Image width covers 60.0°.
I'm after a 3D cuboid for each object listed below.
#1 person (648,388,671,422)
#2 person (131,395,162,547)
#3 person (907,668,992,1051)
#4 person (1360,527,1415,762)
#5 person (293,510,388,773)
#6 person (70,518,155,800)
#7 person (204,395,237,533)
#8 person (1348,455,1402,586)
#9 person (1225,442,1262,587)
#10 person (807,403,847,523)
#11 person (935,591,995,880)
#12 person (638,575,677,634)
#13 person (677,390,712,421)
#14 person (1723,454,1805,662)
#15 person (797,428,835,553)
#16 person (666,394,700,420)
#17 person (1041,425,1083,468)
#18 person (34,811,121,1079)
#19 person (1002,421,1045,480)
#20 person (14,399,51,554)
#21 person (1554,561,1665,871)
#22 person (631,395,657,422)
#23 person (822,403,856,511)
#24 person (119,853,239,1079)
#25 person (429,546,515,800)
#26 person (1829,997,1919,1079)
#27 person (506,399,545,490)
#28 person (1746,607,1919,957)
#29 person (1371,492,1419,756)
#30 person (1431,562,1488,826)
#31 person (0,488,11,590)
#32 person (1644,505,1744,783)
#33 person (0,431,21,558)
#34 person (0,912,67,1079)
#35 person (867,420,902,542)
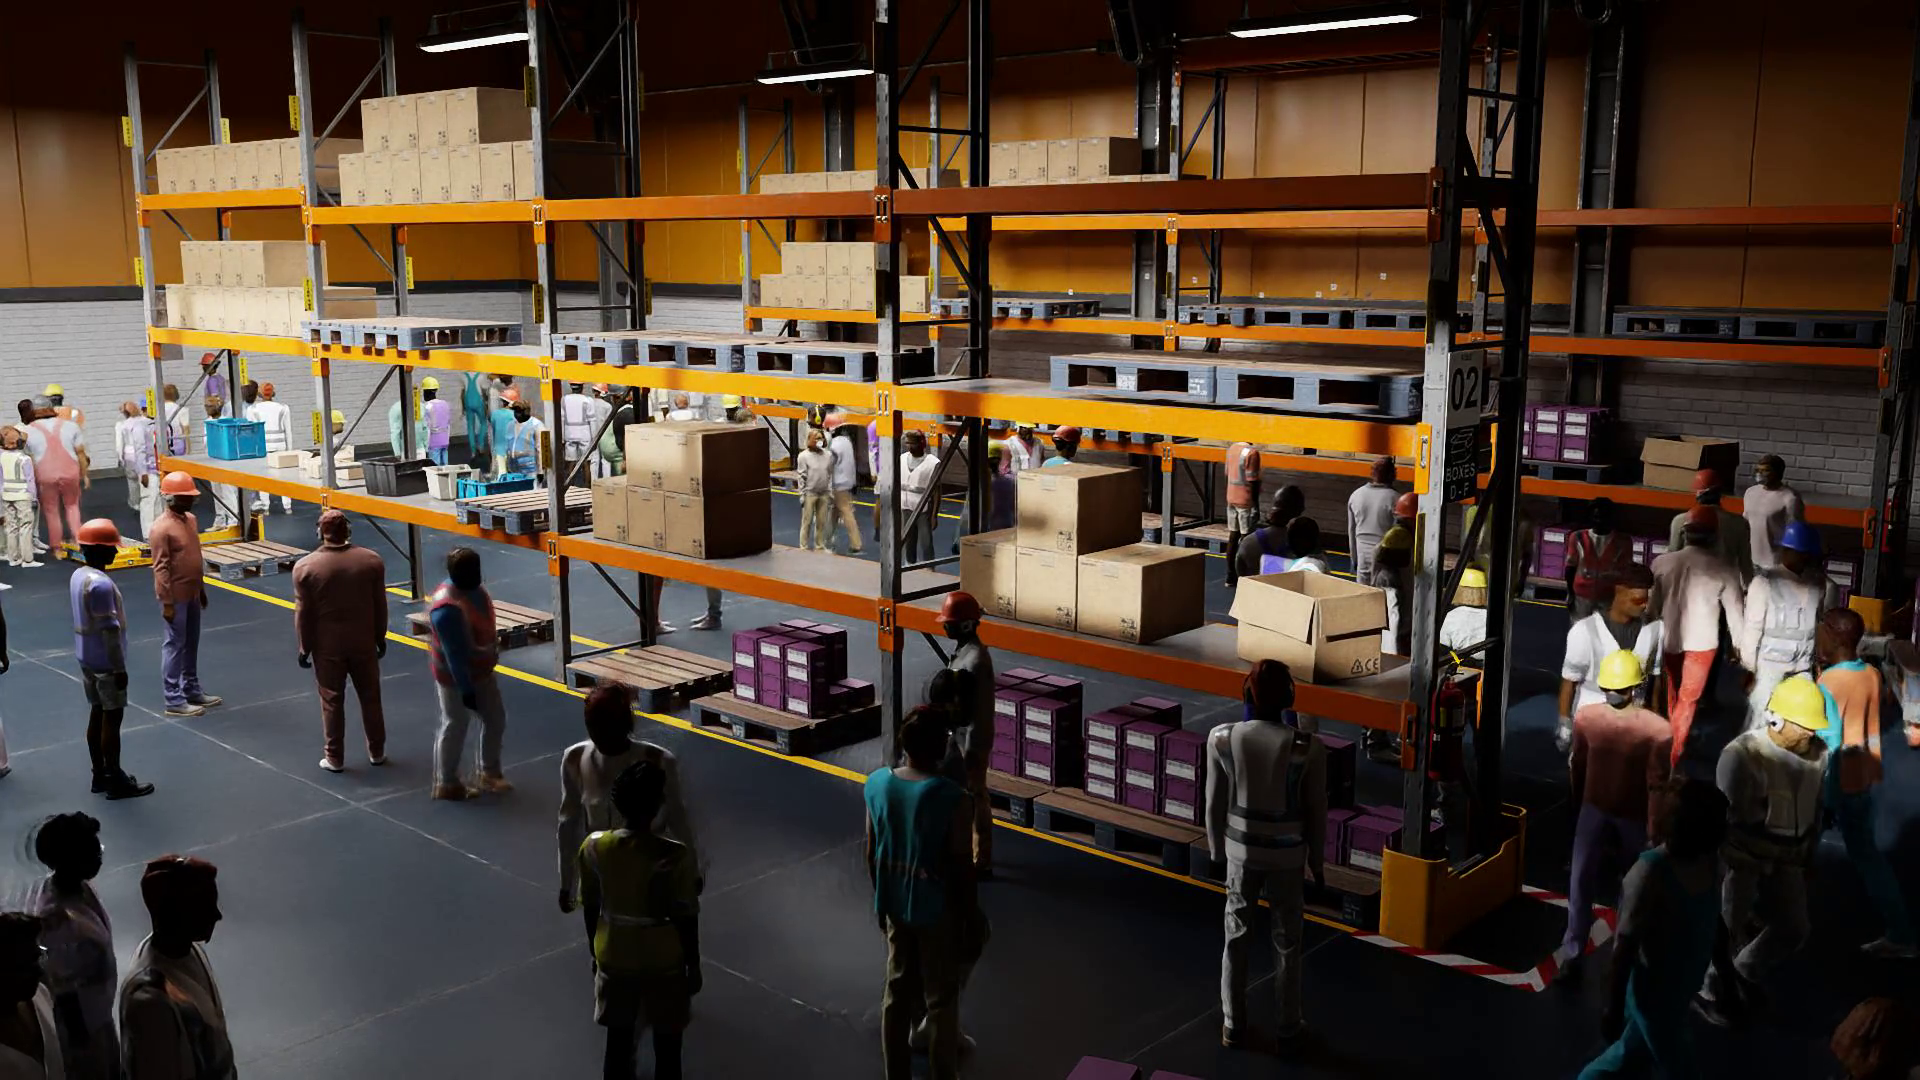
[{"bbox_3d":[-4.767,-1.862,26.428,0.361,1.964,0.614,-8,13,-38],"label":"person"},{"bbox_3d":[-10.182,-0.886,20.987,0.418,1.939,0.608,0,10,-2],"label":"person"},{"bbox_3d":[-0.061,1.498,7.793,0.488,1.843,0.488,-5,11,-28],"label":"person"},{"bbox_3d":[3.173,0.759,12.273,0.329,1.736,0.495,1,10,6],"label":"person"},{"bbox_3d":[-4.454,0.725,11.997,0.639,1.901,0.402,-6,12,-30],"label":"person"},{"bbox_3d":[-5.846,0.811,11.404,0.544,1.936,0.359,9,14,42],"label":"person"},{"bbox_3d":[-9.710,-0.980,21.785,0.508,1.847,0.345,6,12,31],"label":"person"},{"bbox_3d":[3.806,0.185,15.009,0.408,1.913,0.642,-8,13,-37],"label":"person"},{"bbox_3d":[3.128,-0.423,18.290,0.373,1.966,0.607,-3,11,-18],"label":"person"},{"bbox_3d":[-1.810,-1.170,22.685,0.591,1.911,0.386,-6,11,-29],"label":"person"},{"bbox_3d":[0.026,1.162,9.963,0.350,1.744,0.565,-2,10,-10],"label":"person"},{"bbox_3d":[-2.997,-0.023,16.214,0.412,1.907,0.596,-6,12,-30],"label":"person"},{"bbox_3d":[-4.349,-1.974,27.313,0.621,1.897,0.664,-6,12,-31],"label":"person"},{"bbox_3d":[7.221,0.191,14.899,0.377,1.940,0.628,-4,11,-20],"label":"person"},{"bbox_3d":[-1.710,-0.524,19.800,0.501,1.633,0.284,-8,13,-40],"label":"person"},{"bbox_3d":[-4.101,-1.358,24.635,0.551,1.584,0.863,-3,10,-14],"label":"person"},{"bbox_3d":[1.042,-0.145,16.544,0.403,2.035,0.605,-6,11,-29],"label":"person"},{"bbox_3d":[-3.434,1.833,6.339,0.452,1.677,0.558,-5,11,-25],"label":"person"},{"bbox_3d":[0.771,-0.633,19.903,0.586,1.824,0.404,-6,12,-30],"label":"person"},{"bbox_3d":[-11.460,-0.778,20.461,0.383,1.912,0.586,-2,10,-11],"label":"person"},{"bbox_3d":[3.895,1.072,9.953,0.667,1.941,0.479,-1,10,-5],"label":"person"},{"bbox_3d":[-4.734,-1.492,24.606,0.461,1.875,0.608,7,12,36],"label":"person"},{"bbox_3d":[-1.768,-1.200,23.421,0.901,1.703,0.566,7,12,35],"label":"person"},{"bbox_3d":[-2.495,1.909,5.365,0.359,1.876,0.589,-3,10,-16],"label":"person"},{"bbox_3d":[-3.328,0.913,11.219,0.627,1.804,0.661,2,10,14],"label":"person"},{"bbox_3d":[2.641,2.106,5.001,0.503,1.614,0.673,-8,13,-40],"label":"person"},{"bbox_3d":[-5.591,-0.904,21.401,0.631,1.836,0.429,6,11,29],"label":"person"},{"bbox_3d":[4.729,1.285,8.932,0.620,1.867,1.003,-7,12,-36],"label":"person"},{"bbox_3d":[3.310,0.619,12.359,0.620,1.986,0.408,-6,12,-30],"label":"person"},{"bbox_3d":[3.312,1.005,10.880,0.486,1.736,0.323,-1,10,-6],"label":"person"},{"bbox_3d":[-10.727,-0.303,18.284,0.484,1.735,0.361,3,11,17],"label":"person"},{"bbox_3d":[5.267,0.721,11.925,0.919,1.948,0.632,-9,14,-42],"label":"person"},{"bbox_3d":[-11.343,-0.485,19.597,0.531,1.631,0.315,-3,10,-15],"label":"person"},{"bbox_3d":[-2.881,1.995,5.011,0.389,1.836,0.565,-1,10,-5],"label":"person"},{"bbox_3d":[-0.918,-0.917,21.215,0.391,1.925,0.550,9,13,40],"label":"person"}]
